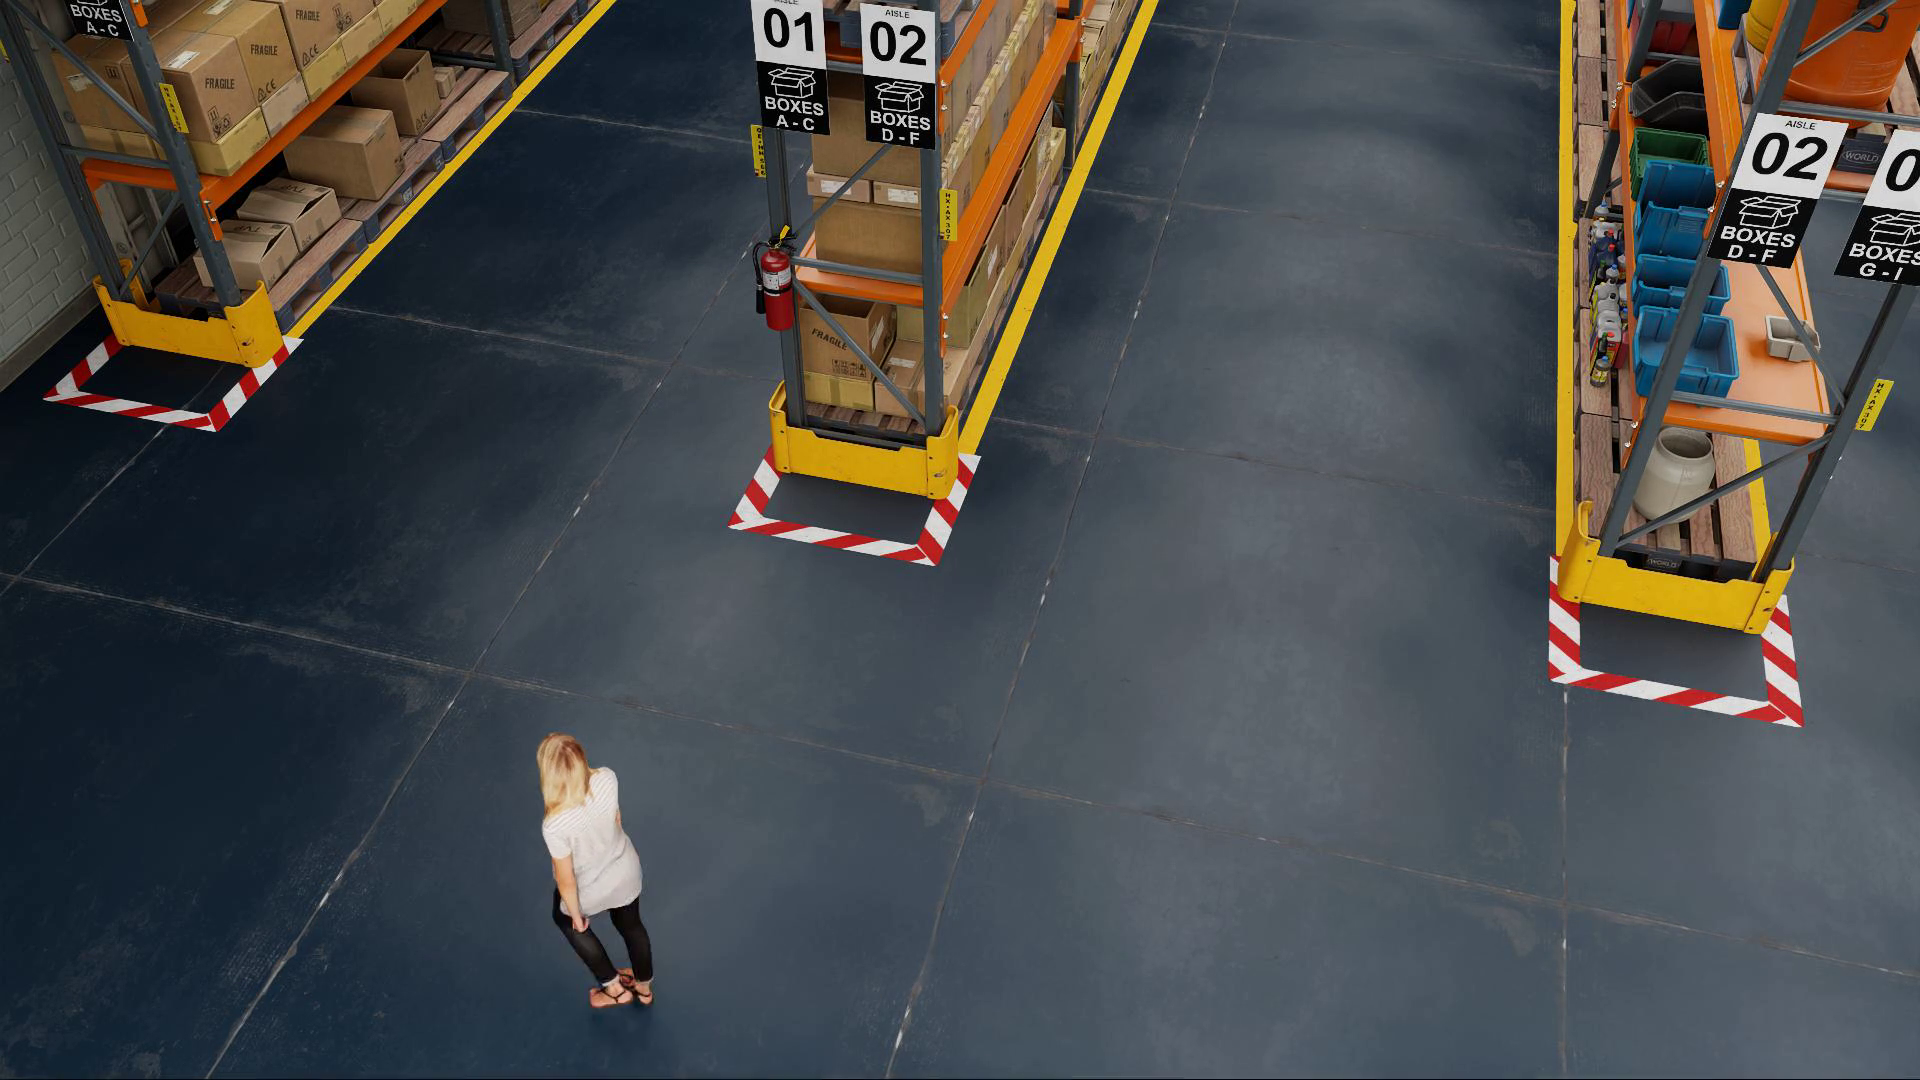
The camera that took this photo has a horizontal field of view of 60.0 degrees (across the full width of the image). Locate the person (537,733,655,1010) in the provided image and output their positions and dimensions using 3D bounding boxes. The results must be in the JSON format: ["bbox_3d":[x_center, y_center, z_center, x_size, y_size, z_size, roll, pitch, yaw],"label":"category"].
[{"bbox_3d":[-1.502,1.518,7.285,0.773,1.817,0.664,27,49,26],"label":"person"}]
